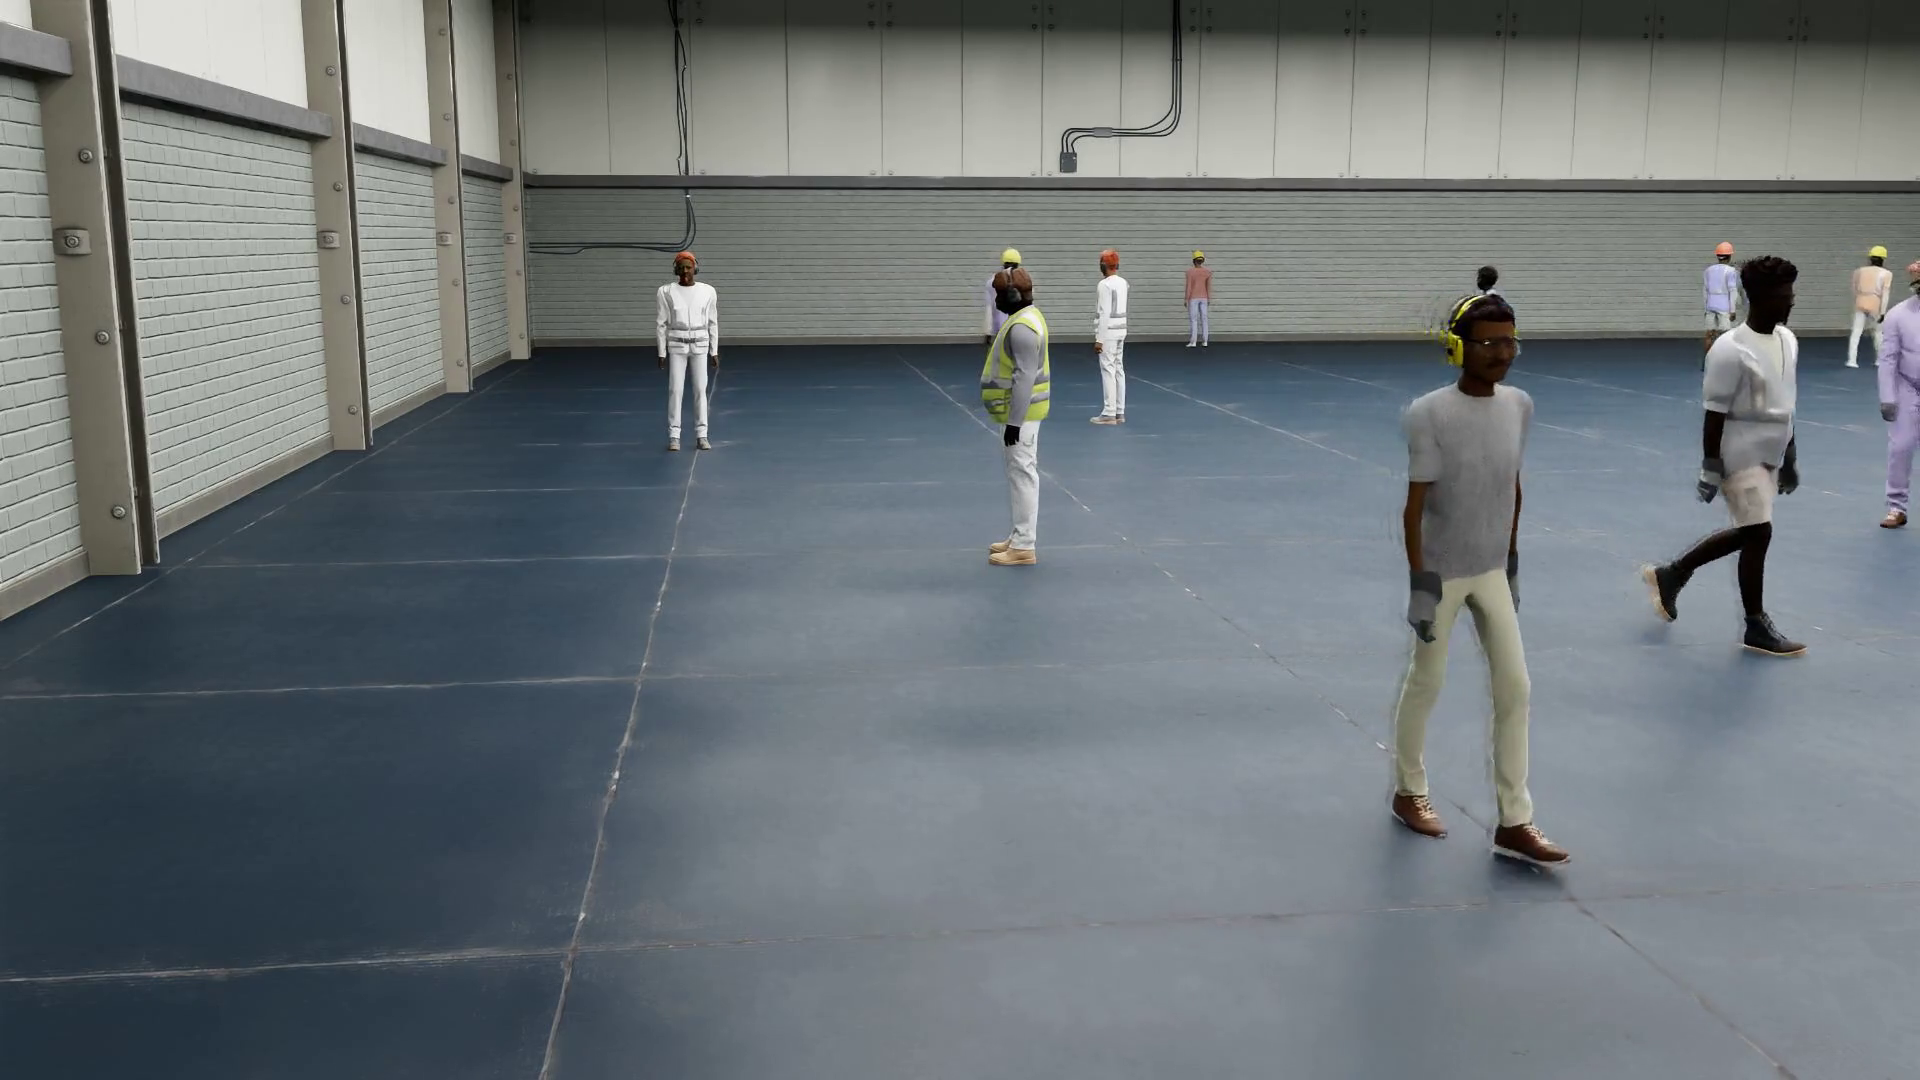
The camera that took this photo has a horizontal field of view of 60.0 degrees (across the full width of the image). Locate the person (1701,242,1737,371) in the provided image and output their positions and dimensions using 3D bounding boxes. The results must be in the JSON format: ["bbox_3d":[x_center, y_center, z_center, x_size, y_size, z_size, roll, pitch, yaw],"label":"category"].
[{"bbox_3d":[11.398,-3.482,24.932,0.352,1.942,0.545,-6,12,-28],"label":"person"}]

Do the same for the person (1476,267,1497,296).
[{"bbox_3d":[6.122,-2.330,19.393,0.484,1.694,0.580,5,12,27],"label":"person"}]

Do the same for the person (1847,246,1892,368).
[{"bbox_3d":[14.109,-3.596,25.746,0.993,1.875,0.589,-8,13,-38],"label":"person"}]

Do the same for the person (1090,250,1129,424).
[{"bbox_3d":[1.626,-2.193,18.025,0.340,1.882,0.585,6,12,30],"label":"person"}]

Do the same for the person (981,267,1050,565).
[{"bbox_3d":[0.344,-0.765,10.334,0.429,1.837,0.621,1,10,4],"label":"person"}]

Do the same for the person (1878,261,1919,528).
[{"bbox_3d":[6.718,-0.991,11.482,0.709,1.869,0.409,6,12,29],"label":"person"}]

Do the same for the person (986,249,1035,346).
[{"bbox_3d":[0.618,-2.585,20.225,0.600,1.876,1.020,4,11,20],"label":"person"}]

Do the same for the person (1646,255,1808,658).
[{"bbox_3d":[3.834,-0.430,8.217,0.613,1.945,0.831,-8,13,-38],"label":"person"}]

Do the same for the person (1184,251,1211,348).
[{"bbox_3d":[4.351,-4.412,30.517,0.533,1.767,0.326,-4,11,-22],"label":"person"}]

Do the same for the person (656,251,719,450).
[{"bbox_3d":[-2.586,-1.790,15.817,0.585,1.882,0.337,-3,11,-15],"label":"person"}]

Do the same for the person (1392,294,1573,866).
[{"bbox_3d":[1.697,0.136,5.388,0.546,1.835,0.860,-4,11,-19],"label":"person"}]
